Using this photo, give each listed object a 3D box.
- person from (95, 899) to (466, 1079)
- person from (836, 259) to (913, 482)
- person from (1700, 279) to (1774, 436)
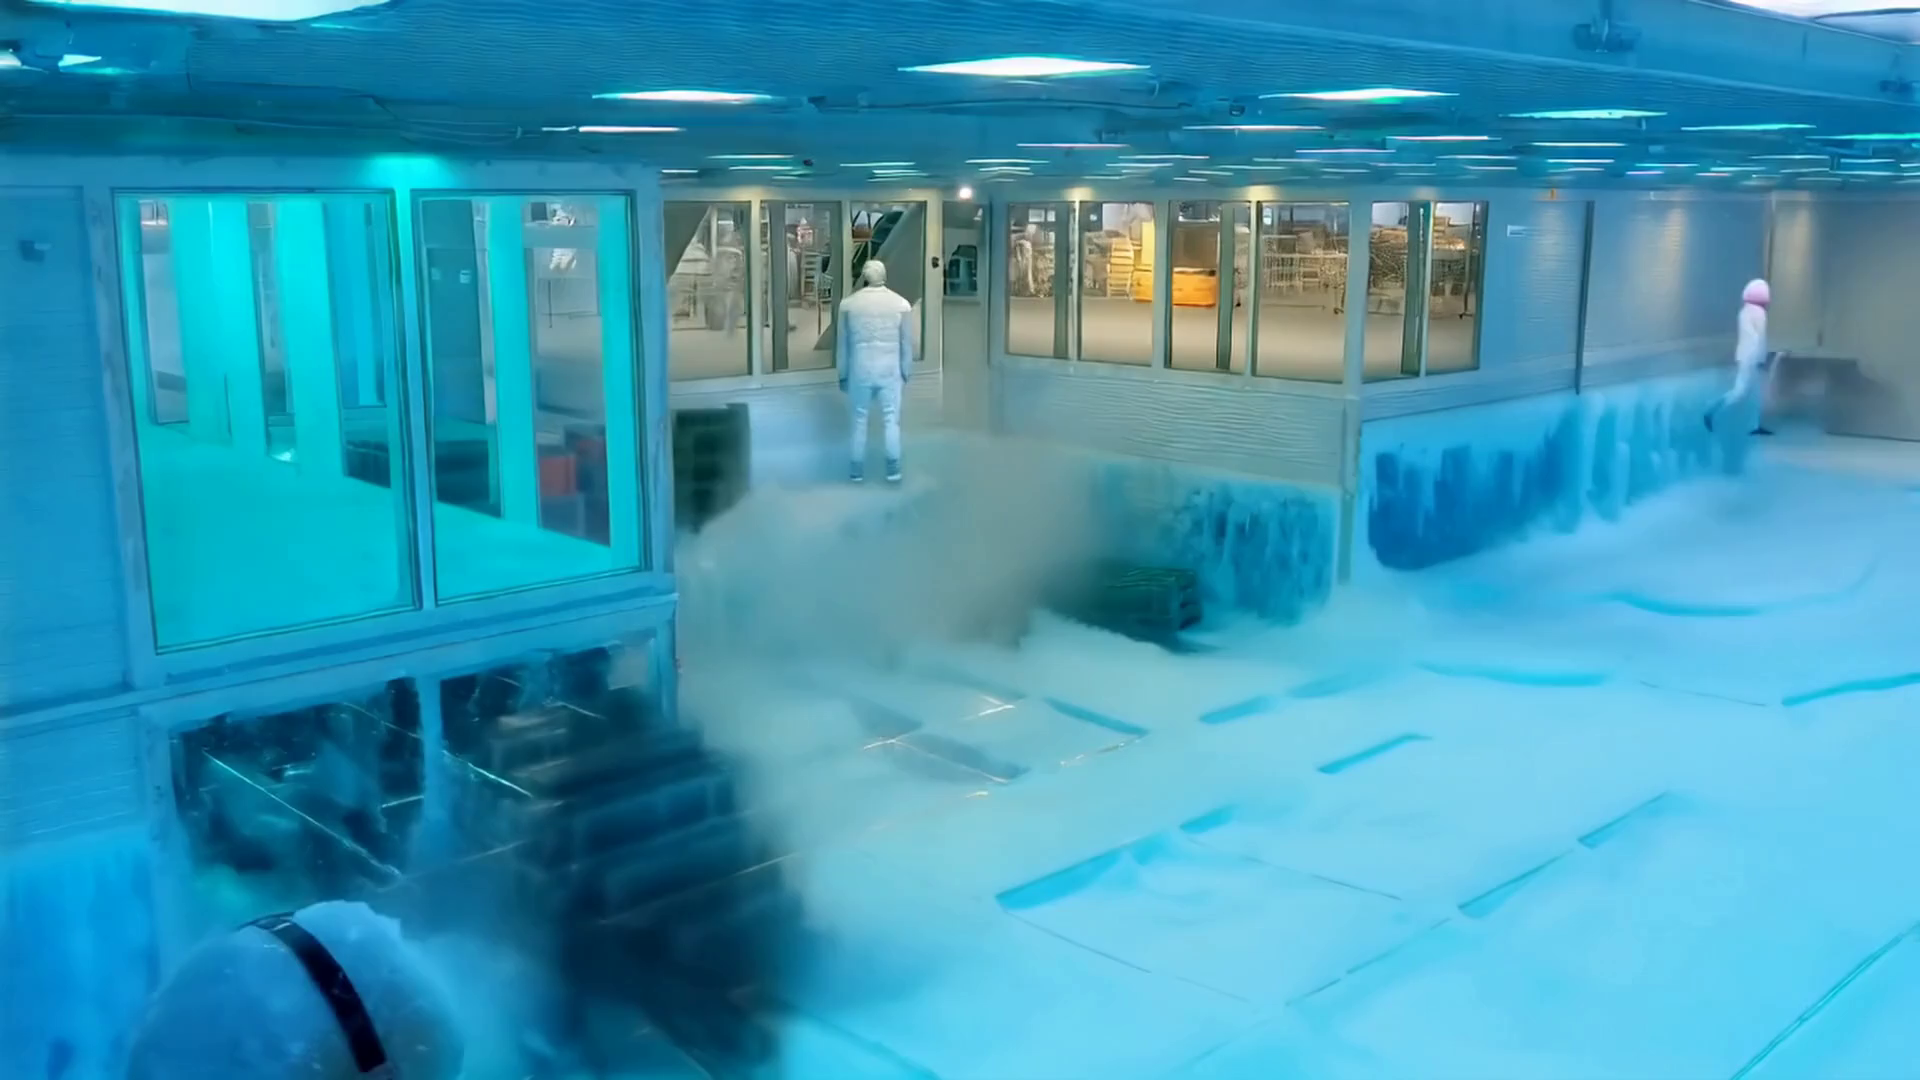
[{"bbox_3d":[-0.422,1.160,1.300,0.502,1.861,0.328,9,14,37],"label":"person"},{"bbox_3d":[-0.727,-1.435,14.178,0.651,1.901,0.397,-1,11,-3],"label":"person"},{"bbox_3d":[8.013,-1.861,17.019,0.694,1.612,0.501,2,12,11],"label":"person"}]
